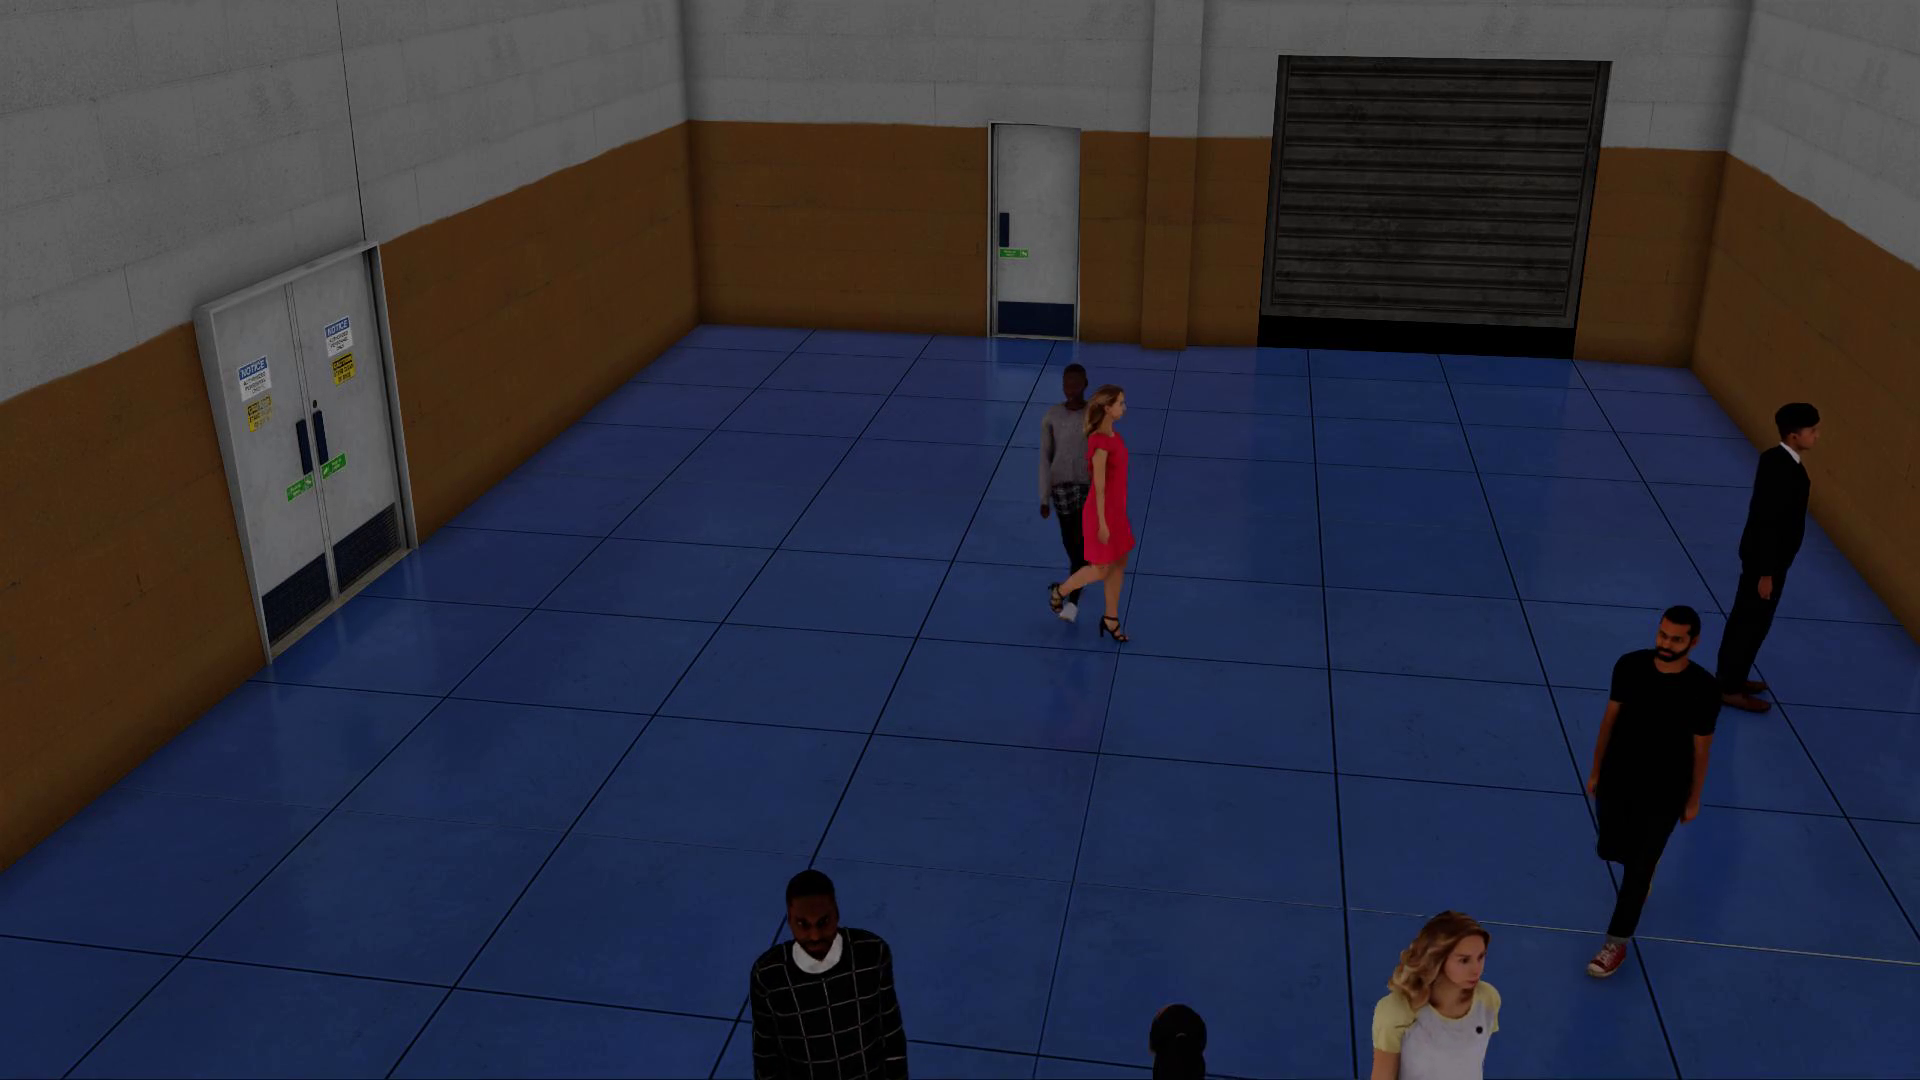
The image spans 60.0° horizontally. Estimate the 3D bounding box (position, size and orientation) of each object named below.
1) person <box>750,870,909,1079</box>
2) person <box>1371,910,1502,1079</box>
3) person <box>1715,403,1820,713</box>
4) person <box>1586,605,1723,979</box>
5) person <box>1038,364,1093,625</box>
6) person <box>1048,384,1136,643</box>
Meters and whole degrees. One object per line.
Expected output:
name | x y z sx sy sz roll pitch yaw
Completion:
person | -0.438 1.842 5.580 1.216 1.781 1.087 -7 23 -17
person | 1.456 1.930 5.507 1.205 1.656 1.046 -6 23 -15
person | 4.745 0.082 9.828 0.622 1.878 0.745 8 23 19
person | 3.123 1.079 7.533 1.077 1.740 1.056 19 29 40
person | 0.790 -0.349 11.121 1.162 1.715 0.755 5 23 13
person | 0.863 -0.157 10.660 0.888 1.703 0.711 10 24 24
